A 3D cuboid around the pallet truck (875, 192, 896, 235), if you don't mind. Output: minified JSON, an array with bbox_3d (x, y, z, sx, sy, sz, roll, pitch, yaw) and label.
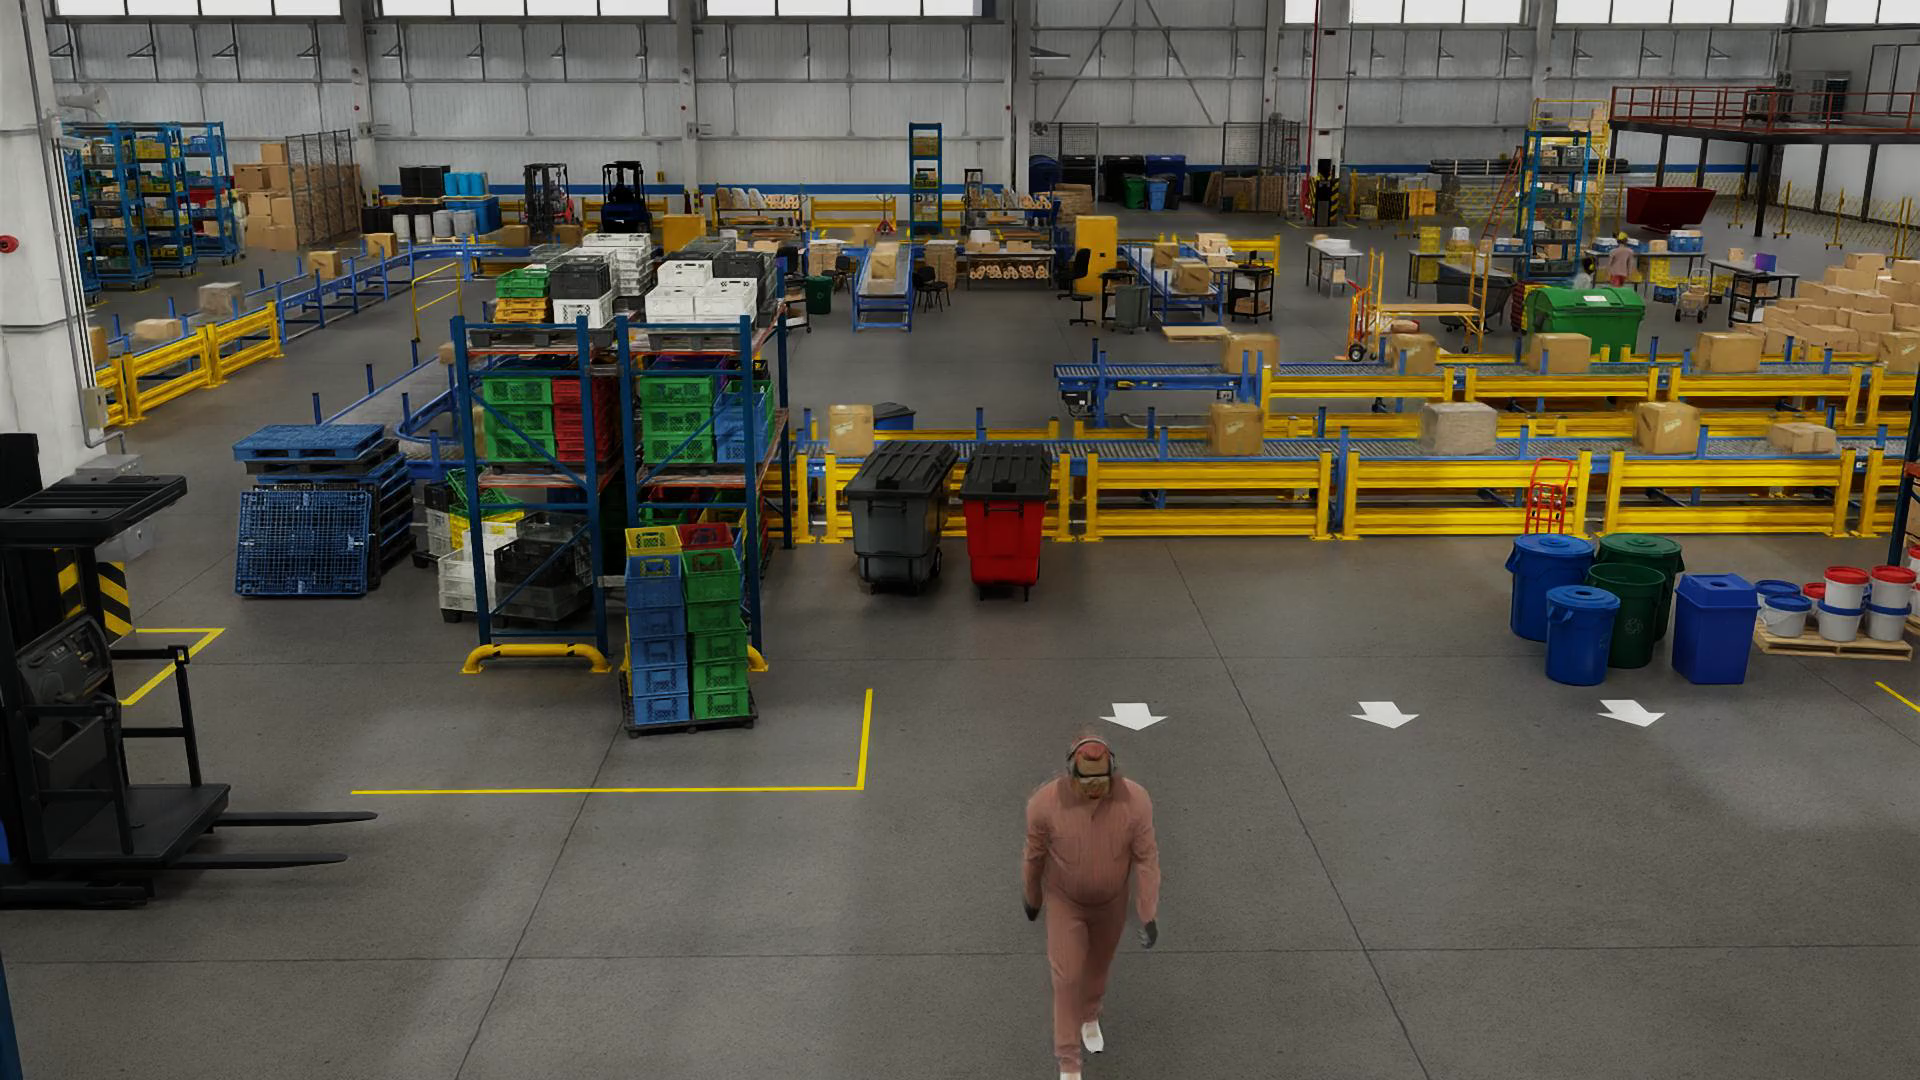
[{"bbox_3d":[-2.277,-9.986,50.594,0.653,1.274,1.630,0,16,-1],"label":"pallet truck"}]

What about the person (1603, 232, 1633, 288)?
[{"bbox_3d":[13.454,-5.391,33.906,0.532,1.741,0.879,-3,16,-12],"label":"person"}]

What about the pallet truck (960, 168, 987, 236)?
[{"bbox_3d":[0.383,-10.230,50.206,0.823,1.965,1.885,-1,16,-3],"label":"pallet truck"}]

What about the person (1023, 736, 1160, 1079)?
[{"bbox_3d":[0.674,1.869,8.396,0.648,1.862,0.911,-3,16,-9],"label":"person"}]

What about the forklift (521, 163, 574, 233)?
[{"bbox_3d":[-12.233,-10.122,49.298,1.157,1.987,2.680,0,16,-1],"label":"forklift"}]

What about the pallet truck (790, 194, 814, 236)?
[{"bbox_3d":[-4.814,-9.883,50.259,0.704,1.261,1.522,-1,16,-3],"label":"pallet truck"}]

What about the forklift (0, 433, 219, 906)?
[{"bbox_3d":[-5.952,0.780,10.366,1.873,2.768,1.129,0,16,-1],"label":"forklift"}]

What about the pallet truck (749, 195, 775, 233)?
[{"bbox_3d":[-6.051,-9.967,50.660,0.680,1.201,1.601,0,16,-1],"label":"pallet truck"}]

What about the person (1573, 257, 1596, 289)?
[{"bbox_3d":[10.669,-3.942,28.638,0.487,1.840,0.521,-2,16,-8],"label":"person"}]

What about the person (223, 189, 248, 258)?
[{"bbox_3d":[-19.267,-8.416,44.229,0.605,1.813,0.687,-11,19,-33],"label":"person"}]

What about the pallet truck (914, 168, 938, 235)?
[{"bbox_3d":[-0.989,-10.316,50.507,0.823,1.965,1.885,1,16,3],"label":"pallet truck"}]

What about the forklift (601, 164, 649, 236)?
[{"bbox_3d":[-9.948,-10.127,49.296,1.157,1.987,2.680,-1,16,-3],"label":"forklift"}]
